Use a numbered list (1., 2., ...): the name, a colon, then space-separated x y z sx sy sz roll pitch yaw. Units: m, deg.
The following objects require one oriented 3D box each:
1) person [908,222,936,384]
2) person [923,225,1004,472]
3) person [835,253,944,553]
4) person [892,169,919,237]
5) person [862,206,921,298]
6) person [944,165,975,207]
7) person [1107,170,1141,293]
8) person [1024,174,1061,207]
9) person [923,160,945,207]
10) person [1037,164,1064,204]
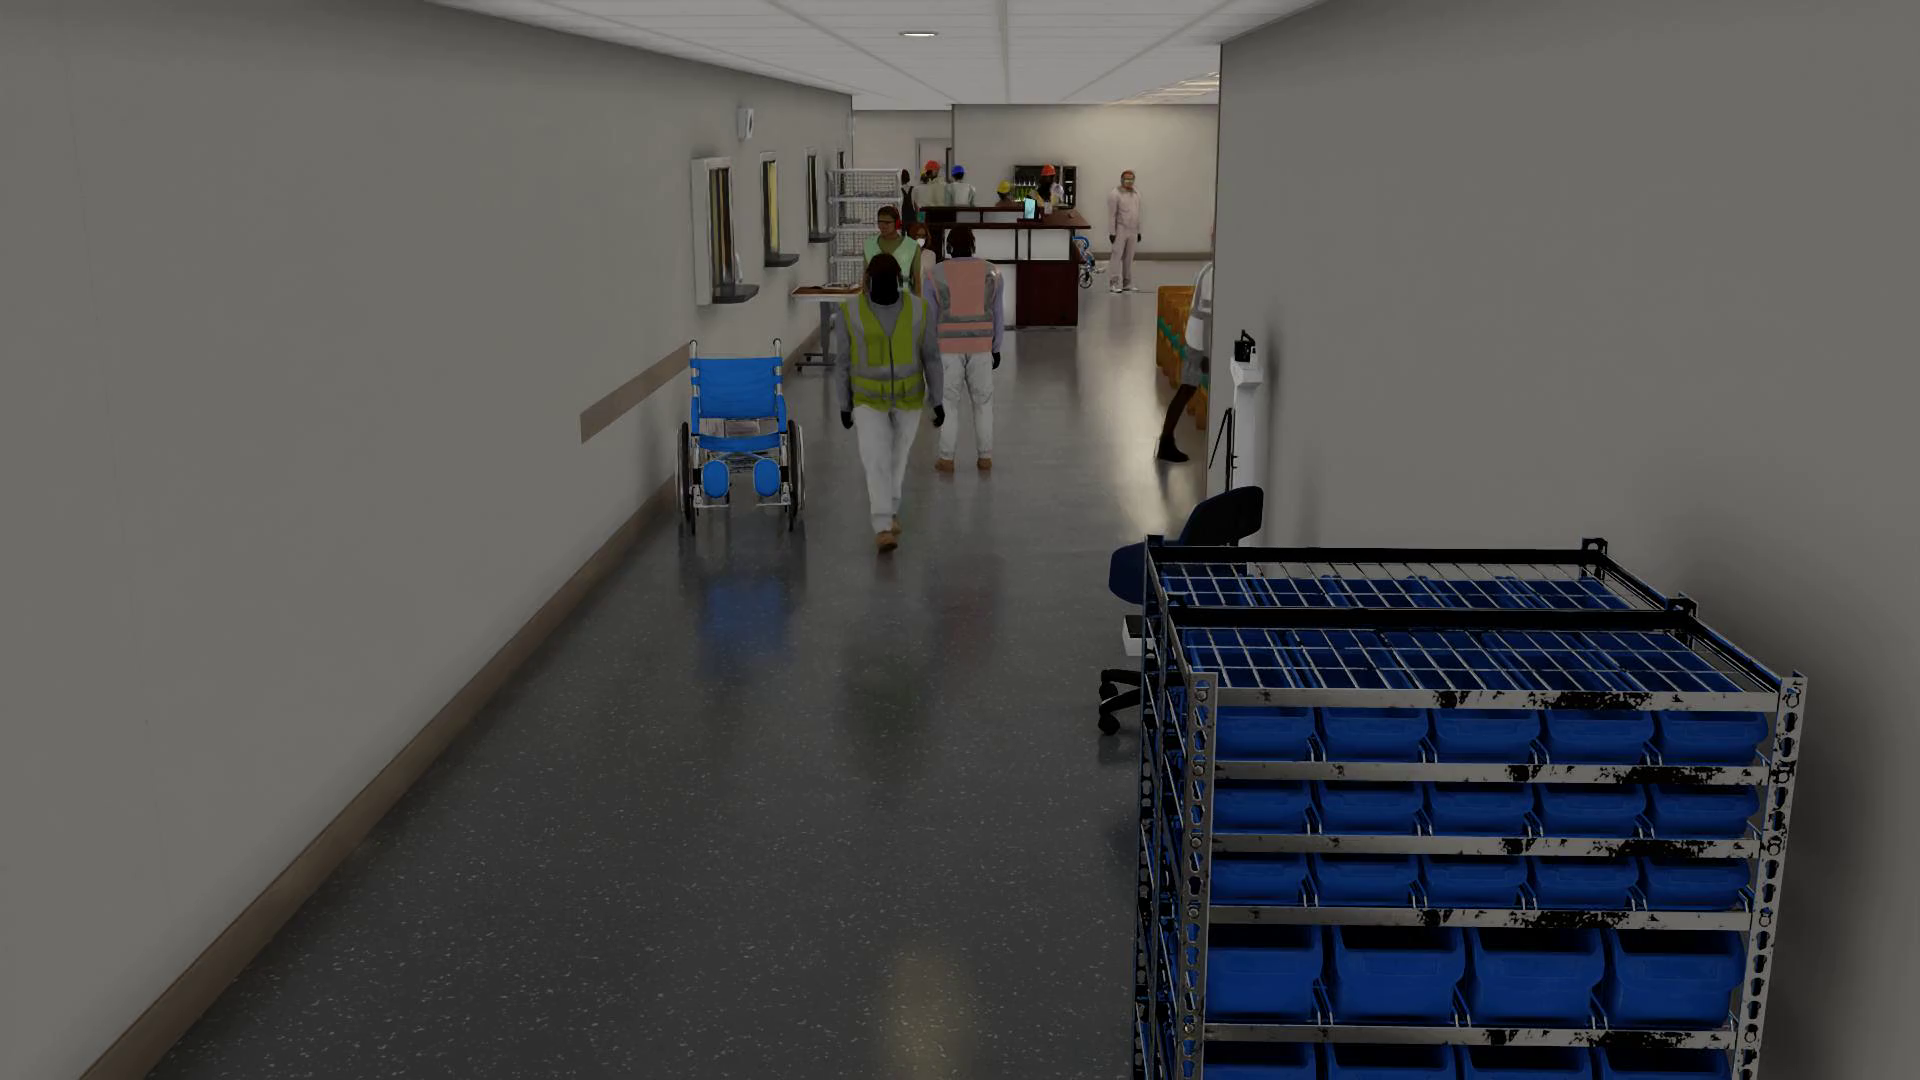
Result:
1. person: -0.420 -2.347 16.595 0.501 1.631 0.287 -13 19 -42
2. person: 0.018 -1.422 12.426 0.621 1.838 0.429 -3 14 -11
3. person: -0.423 -0.845 10.168 0.644 1.790 0.969 -3 14 -11
4. person: -0.976 -5.611 29.396 0.505 1.847 0.344 -6 15 -24
5. person: -0.633 -2.169 15.440 0.570 1.840 0.375 4 14 16
6. person: -0.061 -5.749 29.828 0.616 1.903 0.869 -5 15 -19
7. person: 2.627 -4.874 26.290 0.646 1.904 0.401 -10 17 -35
8. person: 1.342 -4.994 26.956 0.650 1.830 0.433 -4 14 -16
9. person: -0.470 -5.964 30.551 0.440 1.975 0.648 -5 15 -20
10. person: 1.573 -5.701 29.605 0.550 1.928 0.390 9 16 31
